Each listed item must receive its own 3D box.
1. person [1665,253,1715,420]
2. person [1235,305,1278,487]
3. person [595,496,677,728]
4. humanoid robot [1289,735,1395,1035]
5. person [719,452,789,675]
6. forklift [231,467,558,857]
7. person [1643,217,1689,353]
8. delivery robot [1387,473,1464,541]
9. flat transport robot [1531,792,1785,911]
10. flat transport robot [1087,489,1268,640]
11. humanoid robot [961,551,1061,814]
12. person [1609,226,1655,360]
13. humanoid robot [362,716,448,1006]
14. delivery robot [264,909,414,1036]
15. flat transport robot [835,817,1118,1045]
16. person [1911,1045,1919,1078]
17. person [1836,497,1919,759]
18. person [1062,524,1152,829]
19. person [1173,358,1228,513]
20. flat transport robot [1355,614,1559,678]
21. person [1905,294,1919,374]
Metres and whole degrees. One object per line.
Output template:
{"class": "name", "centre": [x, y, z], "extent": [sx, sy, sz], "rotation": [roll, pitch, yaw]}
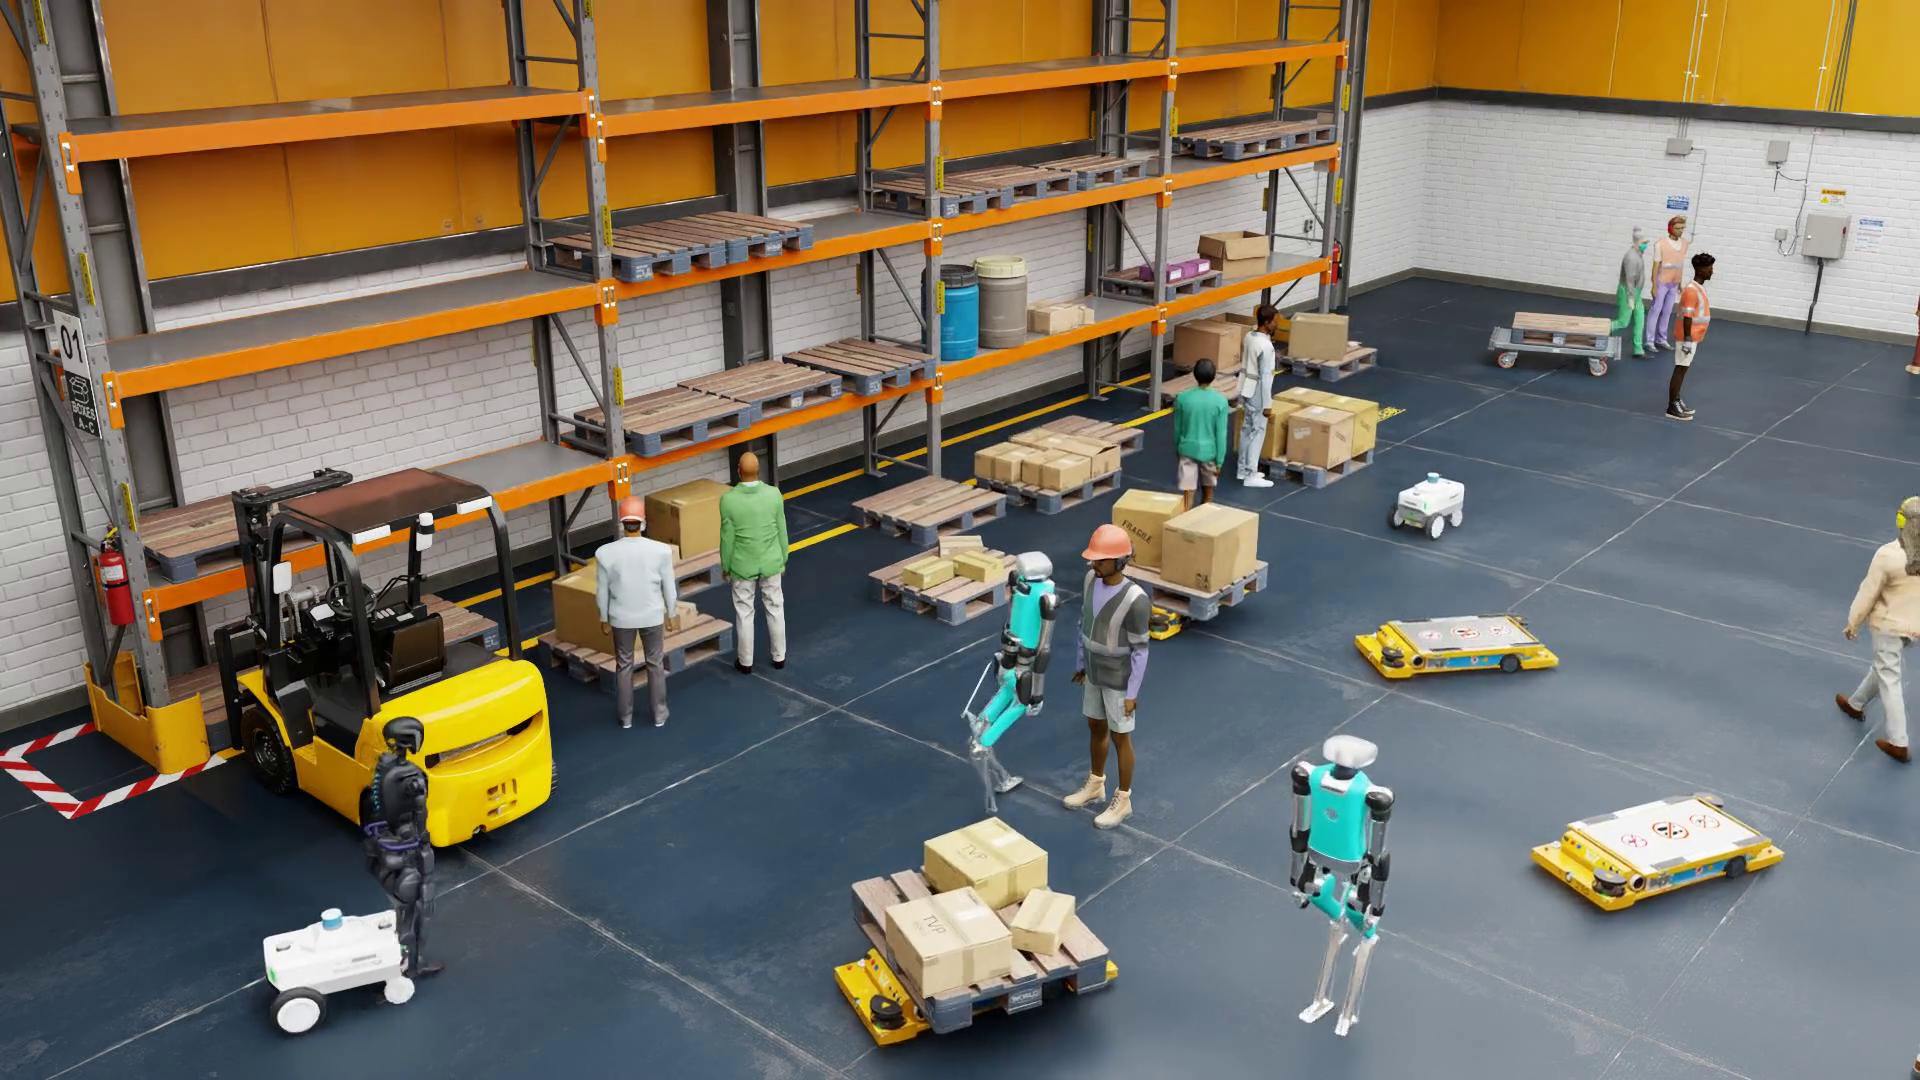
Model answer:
{"class": "person", "centre": [8.631, -2.417, 19.651], "extent": [0.367, 1.966, 0.602], "rotation": [11, 23, 28]}
{"class": "person", "centre": [3.068, -1.499, 17.245], "extent": [0.394, 1.911, 0.599], "rotation": [-3, 21, -9]}
{"class": "person", "centre": [-2.330, 0.523, 12.006], "extent": [0.572, 1.742, 0.352], "rotation": [-4, 21, -10]}
{"class": "humanoid robot", "centre": [2.032, 1.759, 8.648], "extent": [0.533, 1.771, 0.712], "rotation": [15, 25, 34]}
{"class": "person", "centre": [-1.591, 0.182, 12.872], "extent": [0.539, 1.784, 0.385], "rotation": [-7, 21, -18]}
{"class": "forklift", "centre": [-3.730, 0.710, 10.856], "extent": [2.313, 2.155, 1.214], "rotation": [17, 26, 38]}
{"class": "person", "centre": [9.659, -3.499, 22.754], "extent": [0.563, 1.845, 0.390], "rotation": [-10, 22, -25]}
{"class": "delivery robot", "centre": [4.539, -0.341, 16.075], "extent": [0.807, 0.603, 0.499], "rotation": [-17, 26, -39]}
{"class": "flat transport robot", "centre": [4.345, 1.923, 10.342], "extent": [1.431, 0.231, 0.659], "rotation": [-9, 22, -22]}
{"class": "flat transport robot", "centre": [1.845, 0.491, 14.220], "extent": [0.659, 0.231, 1.431], "rotation": [16, 26, 37]}
{"class": "humanoid robot", "centre": [0.238, 0.981, 10.833], "extent": [0.757, 1.815, 0.566], "rotation": [-10, 22, -25]}
{"class": "person", "centre": [8.959, -3.315, 22.319], "extent": [0.824, 1.822, 0.527], "rotation": [13, 24, 31]}
{"class": "humanoid robot", "centre": [-2.993, 1.710, 8.901], "extent": [0.566, 1.630, 0.615], "rotation": [-19, 27, -41]}
{"class": "delivery robot", "centre": [-3.373, 2.282, 8.974], "extent": [0.811, 0.608, 0.499], "rotation": [-9, 22, -22]}
{"class": "flat transport robot", "centre": [0.088, 2.352, 9.179], "extent": [1.431, 0.231, 0.659], "rotation": [-9, 22, -23]}
{"class": "person", "centre": [5.021, 1.873, 8.067], "extent": [0.373, 1.940, 0.628], "rotation": [-3, 20, -8]}
{"class": "person", "centre": [6.606, 0.565, 11.784], "extent": [0.574, 1.823, 0.965], "rotation": [-3, 21, -9]}
{"class": "person", "centre": [0.937, 0.864, 10.651], "extent": [0.379, 2.045, 0.604], "rotation": [-13, 24, -32]}
{"class": "person", "centre": [2.229, -0.800, 15.510], "extent": [0.488, 1.797, 1.021], "rotation": [2, 20, 7]}
{"class": "flat transport robot", "centre": [3.952, 0.847, 13.257], "extent": [1.431, 0.231, 0.659], "rotation": [-3, 20, -8]}
{"class": "person", "centre": [12.655, -3.018, 21.558], "extent": [0.469, 1.773, 0.378], "rotation": [3, 21, 9]}
